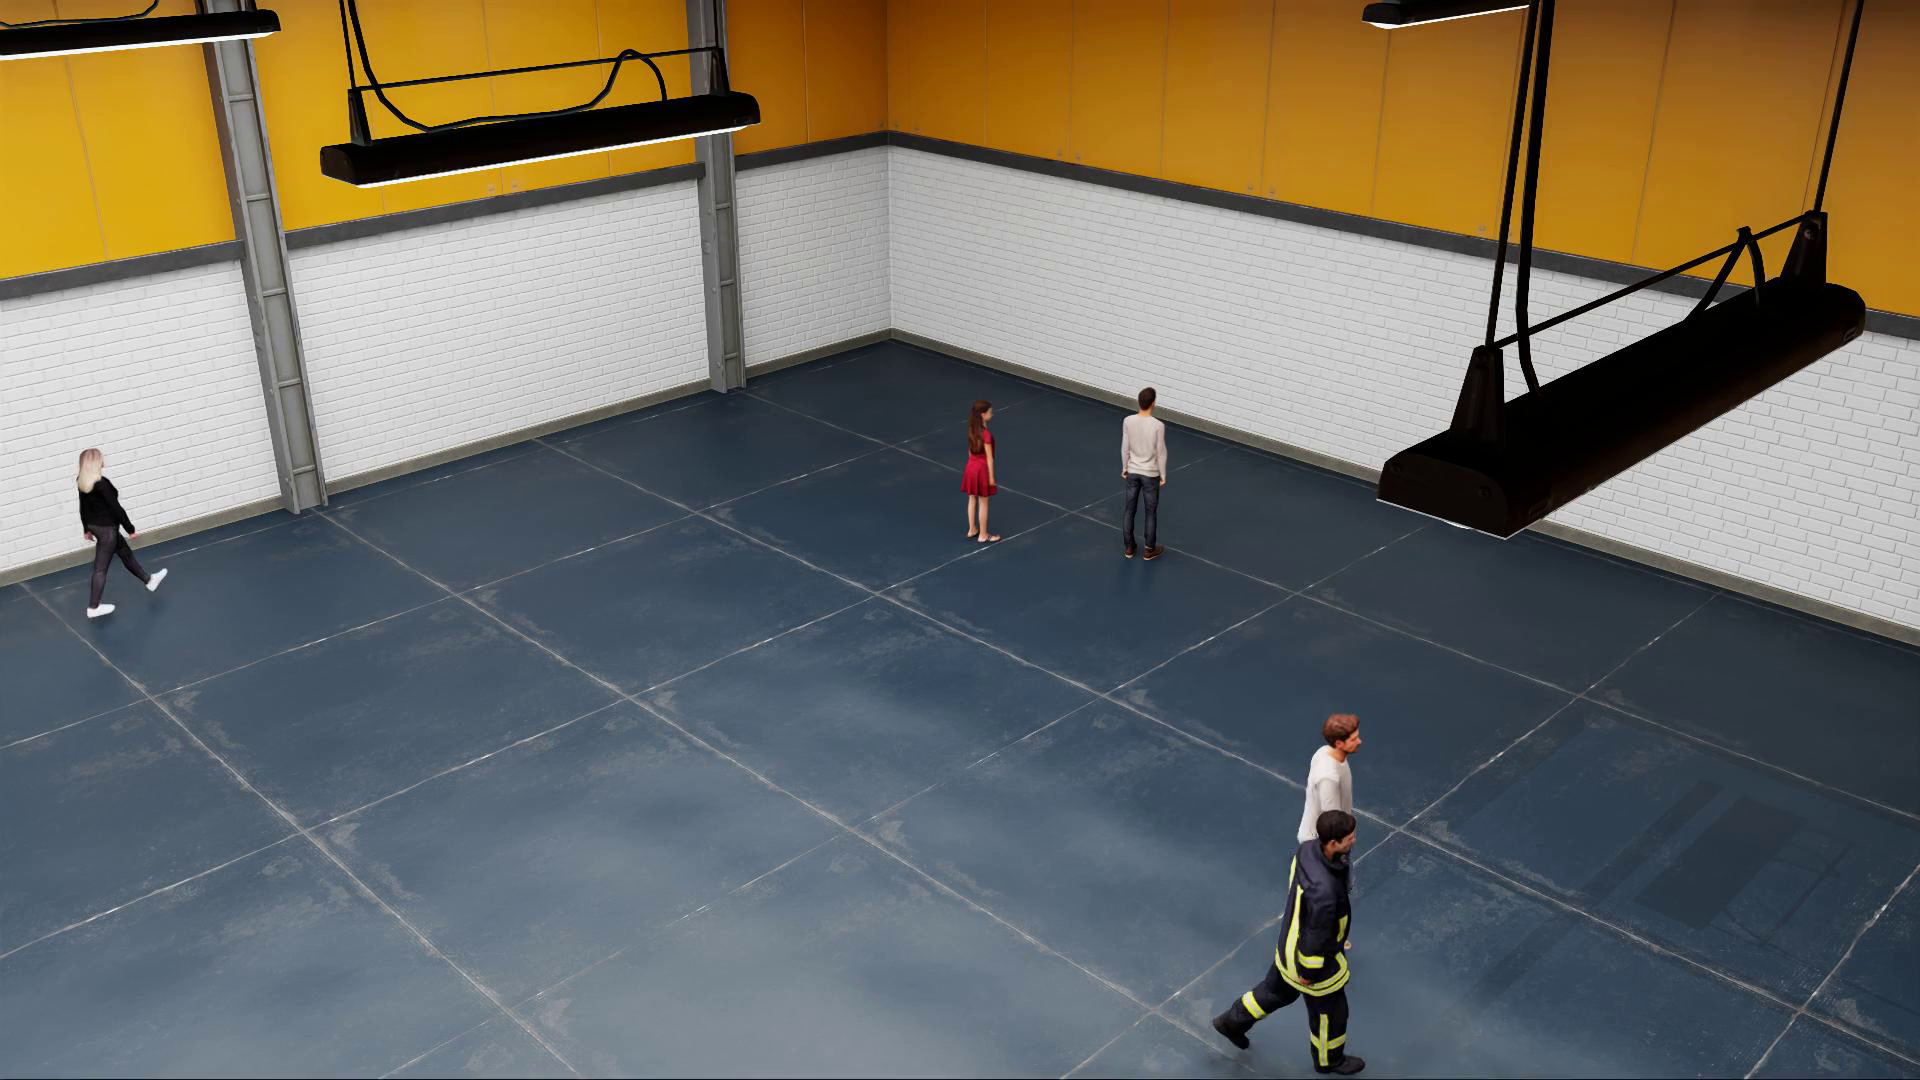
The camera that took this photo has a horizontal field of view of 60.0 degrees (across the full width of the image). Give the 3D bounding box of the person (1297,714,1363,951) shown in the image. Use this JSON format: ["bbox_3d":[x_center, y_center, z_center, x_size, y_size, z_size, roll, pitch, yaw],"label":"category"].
[{"bbox_3d":[2.332,1.984,11.055,0.848,1.883,0.741,9,25,20],"label":"person"}]

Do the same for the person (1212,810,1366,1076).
[{"bbox_3d":[2.033,2.423,10.037,1.292,1.895,1.246,-1,24,-1],"label":"person"}]

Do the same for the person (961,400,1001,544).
[{"bbox_3d":[0.213,-0.740,17.703,0.650,1.551,0.593,-15,28,-31],"label":"person"}]

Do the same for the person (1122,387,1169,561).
[{"bbox_3d":[1.893,-0.691,17.196,0.714,1.868,0.676,12,26,25],"label":"person"}]

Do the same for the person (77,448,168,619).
[{"bbox_3d":[-8.290,-0.030,15.965,0.792,1.641,1.178,15,28,30],"label":"person"}]
